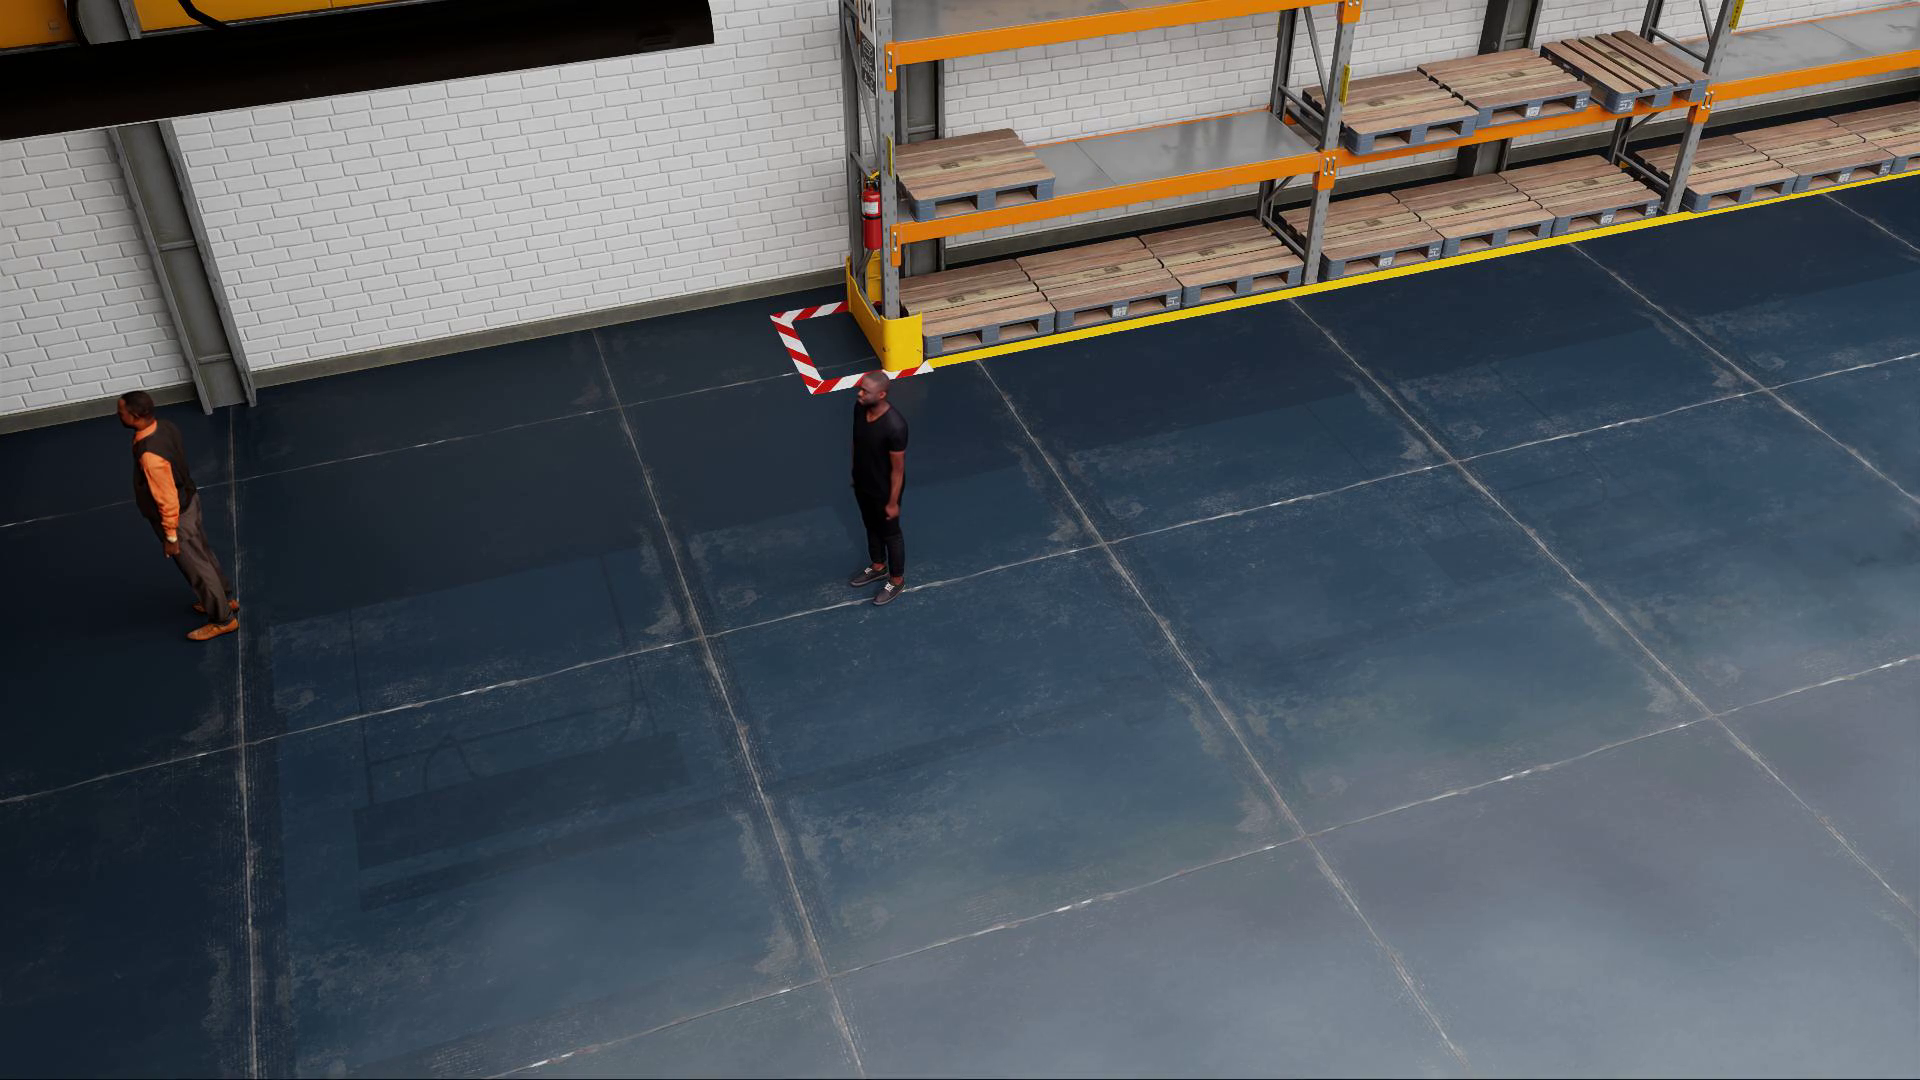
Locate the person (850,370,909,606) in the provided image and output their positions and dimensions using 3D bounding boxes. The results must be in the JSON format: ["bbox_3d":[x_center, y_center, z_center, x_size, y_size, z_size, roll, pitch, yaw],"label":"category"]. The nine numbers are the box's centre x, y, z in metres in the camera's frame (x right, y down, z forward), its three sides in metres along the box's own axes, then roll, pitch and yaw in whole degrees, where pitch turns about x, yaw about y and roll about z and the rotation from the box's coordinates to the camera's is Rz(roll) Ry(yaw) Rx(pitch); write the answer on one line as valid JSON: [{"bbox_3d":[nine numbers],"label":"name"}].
[{"bbox_3d":[-0.542,-0.376,11.256,0.678,1.819,0.730,-26,45,-29],"label":"person"}]

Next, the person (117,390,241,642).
[{"bbox_3d":[-5.132,-0.174,10.932,0.620,1.908,0.703,-9,40,-12],"label":"person"}]
